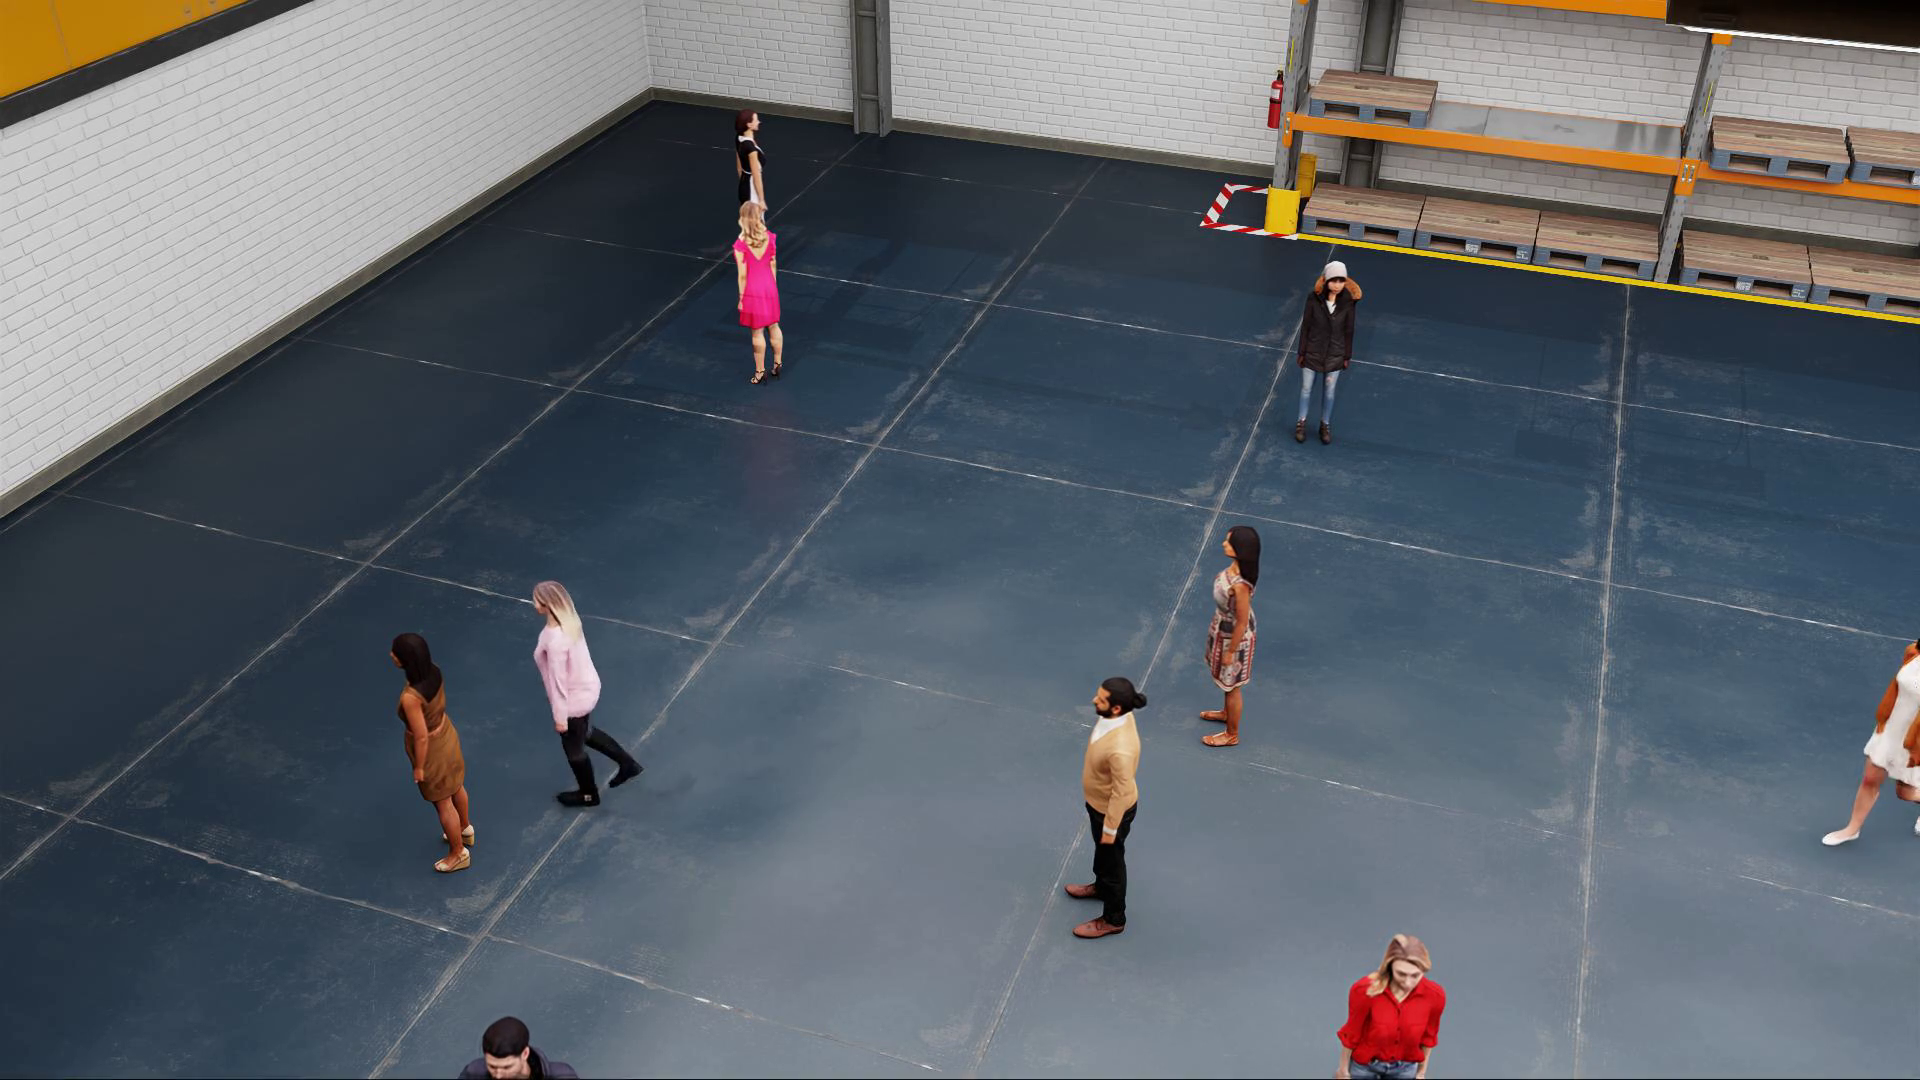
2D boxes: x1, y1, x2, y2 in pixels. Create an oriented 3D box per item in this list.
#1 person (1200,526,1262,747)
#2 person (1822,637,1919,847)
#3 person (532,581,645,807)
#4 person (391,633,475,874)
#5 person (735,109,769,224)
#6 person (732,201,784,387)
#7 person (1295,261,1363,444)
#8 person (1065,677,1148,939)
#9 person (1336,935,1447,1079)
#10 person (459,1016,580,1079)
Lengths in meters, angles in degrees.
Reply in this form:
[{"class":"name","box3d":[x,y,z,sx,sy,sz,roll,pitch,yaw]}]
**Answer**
[{"class":"person","box3d":[1.759,0.606,10.688,0.616,1.645,0.700,3,34,5]},{"class":"person","box3d":[5.682,1.140,9.831,1.064,1.704,0.966,-11,35,-16]},{"class":"person","box3d":[-2.260,0.958,10.134,0.881,1.672,0.779,-2,34,-3]},{"class":"person","box3d":[-3.070,1.229,9.710,0.620,1.690,0.625,-1,34,-2]},{"class":"person","box3d":[-2.080,-3.420,16.609,0.703,1.795,0.635,-16,37,-22]},{"class":"person","box3d":[-1.788,-2.198,14.831,0.663,1.728,0.696,-23,40,-30]},{"class":"person","box3d":[3.066,-1.598,14.011,0.606,1.636,0.737,4,34,6]},{"class":"person","box3d":[0.838,1.468,9.292,0.737,1.755,0.744,-3,34,-4]},{"class":"person","box3d":[1.989,2.464,7.839,0.564,1.704,0.733,1,34,2]},{"class":"person","box3d":[-1.861,2.729,7.269,0.644,1.894,0.806,0,34,0]}]
